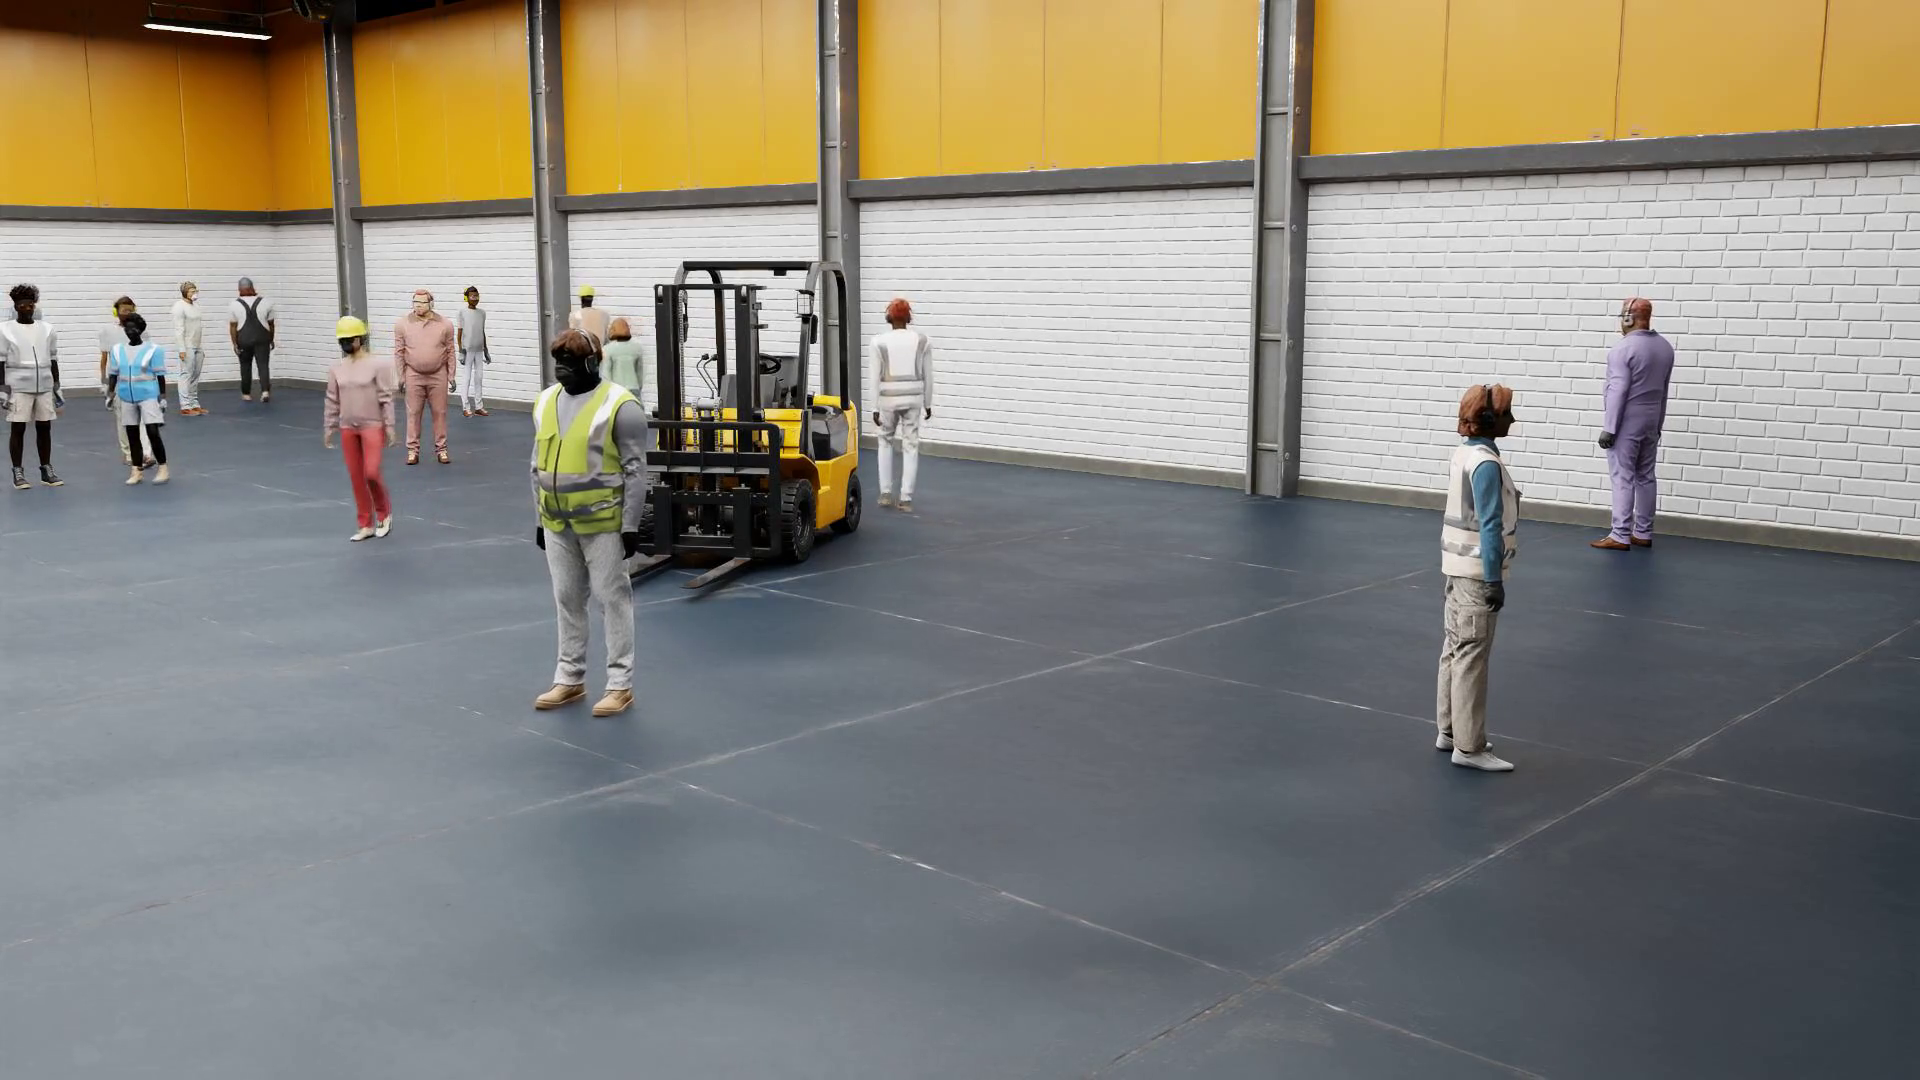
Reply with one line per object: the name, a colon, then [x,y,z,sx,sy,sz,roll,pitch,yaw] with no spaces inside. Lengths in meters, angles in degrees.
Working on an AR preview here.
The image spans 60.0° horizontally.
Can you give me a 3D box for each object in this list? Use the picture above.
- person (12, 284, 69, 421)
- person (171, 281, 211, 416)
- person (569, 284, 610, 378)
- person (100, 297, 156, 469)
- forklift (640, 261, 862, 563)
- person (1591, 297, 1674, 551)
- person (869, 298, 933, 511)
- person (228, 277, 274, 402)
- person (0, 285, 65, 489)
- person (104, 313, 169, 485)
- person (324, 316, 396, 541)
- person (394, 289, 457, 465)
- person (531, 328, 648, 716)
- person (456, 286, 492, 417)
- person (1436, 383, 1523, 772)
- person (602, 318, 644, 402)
person: [-12.859,-2.613,23.236,0.644,1.904,0.877,8,13,42]
person: [-11.138,-2.763,24.067,0.355,1.938,0.634,0,9,2]
person: [-5.080,-2.515,22.653,0.603,1.905,0.720,-6,11,-32]
person: [-8.859,-1.666,17.695,0.544,1.817,0.965,-6,11,-33]
forklift: [-1.552,-1.040,12.721,1.214,2.155,2.313,2,9,11]
person: [5.065,-0.872,12.577,0.653,1.904,0.405,-6,11,-31]
person: [-0.530,-1.201,14.740,0.583,1.858,0.741,-1,9,-8]
person: [-11.327,-3.232,26.631,0.685,2.000,0.997,-5,11,-28]
person: [-9.008,-1.480,16.113,0.365,1.964,0.610,7,12,36]
person: [-8.078,-1.377,16.329,0.553,1.697,0.378,0,9,3]
person: [-4.676,-0.859,12.934,0.559,1.751,0.367,2,9,10]
person: [-5.793,-1.766,18.065,0.642,1.905,0.399,-3,10,-20]
person: [-1.786,-0.082,7.926,0.625,1.843,0.430,5,10,26]
person: [-6.979,-2.702,23.897,0.328,1.873,0.519,7,12,37]
person: [2.206,0.153,7.098,0.307,1.641,0.513,0,9,3]
person: [-3.657,-1.608,18.073,0.519,1.586,0.873,-6,11,-34]
